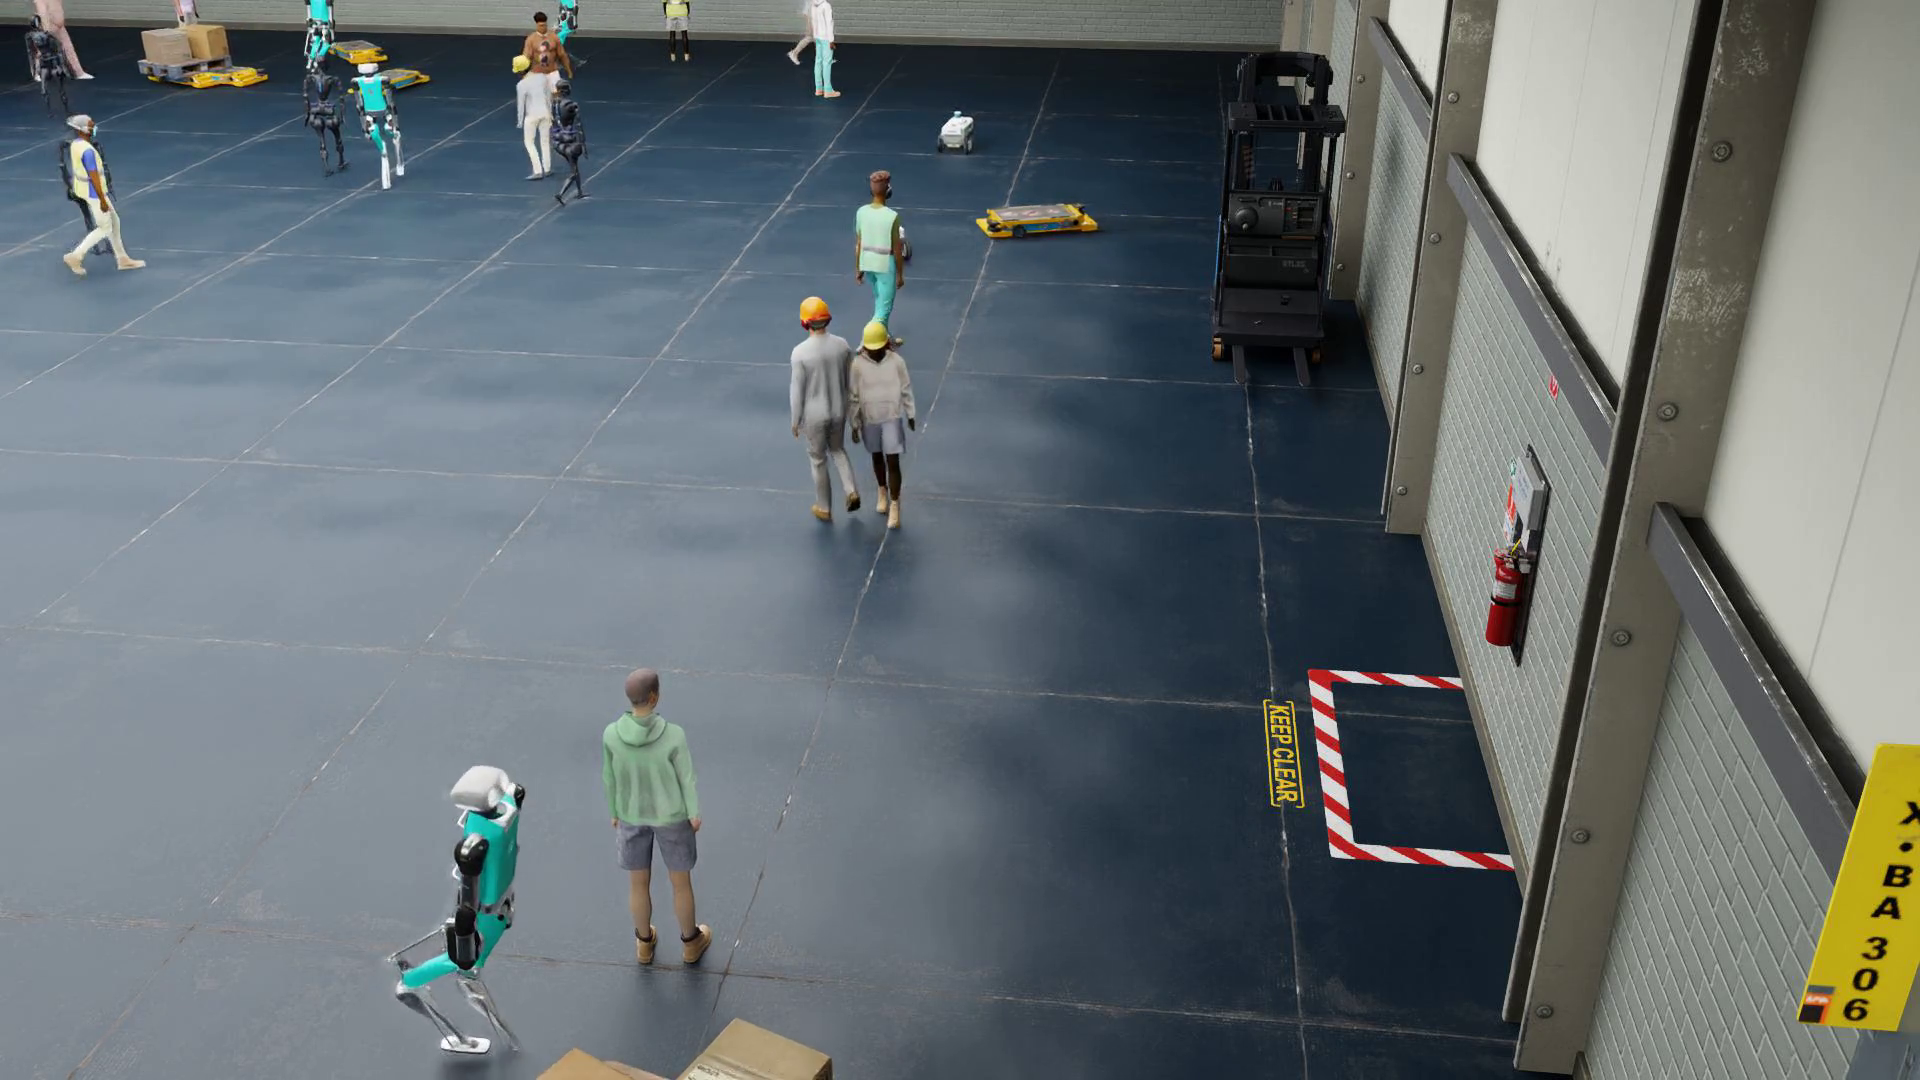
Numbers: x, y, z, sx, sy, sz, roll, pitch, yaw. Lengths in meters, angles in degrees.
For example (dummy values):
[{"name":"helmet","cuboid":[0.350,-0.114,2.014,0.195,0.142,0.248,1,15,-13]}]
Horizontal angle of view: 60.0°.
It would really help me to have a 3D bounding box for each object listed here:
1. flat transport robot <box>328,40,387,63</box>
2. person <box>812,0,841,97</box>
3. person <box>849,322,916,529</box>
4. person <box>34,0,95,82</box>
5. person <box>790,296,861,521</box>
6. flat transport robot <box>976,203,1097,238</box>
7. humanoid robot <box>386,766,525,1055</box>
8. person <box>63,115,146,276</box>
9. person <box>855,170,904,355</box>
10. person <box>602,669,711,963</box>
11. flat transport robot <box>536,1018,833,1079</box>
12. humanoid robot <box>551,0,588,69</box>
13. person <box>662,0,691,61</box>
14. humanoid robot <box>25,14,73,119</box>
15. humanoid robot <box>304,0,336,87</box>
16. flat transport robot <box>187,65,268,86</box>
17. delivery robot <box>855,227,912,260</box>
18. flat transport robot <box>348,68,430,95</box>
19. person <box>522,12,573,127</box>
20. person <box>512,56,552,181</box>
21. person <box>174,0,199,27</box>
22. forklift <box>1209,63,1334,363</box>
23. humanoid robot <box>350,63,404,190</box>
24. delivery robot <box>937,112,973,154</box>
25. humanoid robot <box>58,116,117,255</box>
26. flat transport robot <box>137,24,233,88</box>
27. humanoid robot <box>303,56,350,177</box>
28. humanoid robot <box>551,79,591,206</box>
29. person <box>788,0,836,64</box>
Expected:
[{"name":"flat transport robot","cuboid":[-11.510,-9.318,31.741,0.659,0.231,1.431,-18,32,-32]},{"name":"person","cuboid":[-2.317,-8.538,28.346,0.354,1.914,0.498,-19,33,-34]},{"name":"person","cuboid":[-0.628,-0.943,13.395,0.523,1.720,0.747,1,27,2]},{"name":"person","cuboid":[-16.158,-9.100,29.546,1.010,1.847,0.684,-1,27,-2]},{"name":"person","cuboid":[-1.082,-1.035,13.416,0.585,1.874,0.533,-16,31,-29]},{"name":"flat transport robot","cuboid":[0.981,-4.090,21.303,1.431,0.231,0.659,-6,27,-13]},{"name":"humanoid robot","cuboid":[-2.408,1.828,7.881,0.840,1.792,0.544,6,27,11]},{"name":"person","cuboid":[-10.119,-3.990,19.334,0.798,1.869,0.535,-18,32,-32]},{"name":"person","cuboid":[-0.836,-2.731,16.730,0.493,1.950,0.887,16,31,29]},{"name":"person","cuboid":[-1.587,1.449,8.606,0.475,1.737,0.336,2,27,4]},{"name":"flat transport robot","cuboid":[-1.286,2.996,7.157,0.659,0.231,1.431,11,29,21]},{"name":"humanoid robot","cuboid":[-7.219,-9.343,30.144,0.966,1.734,0.538,-24,35,-39]},{"name":"person","cuboid":[-5.321,-9.874,31.265,0.534,1.691,0.320,-2,27,-4]},{"name":"humanoid robot","cuboid":[-14.681,-7.618,26.788,0.609,1.641,0.536,0,27,-1]},{"name":"humanoid robot","cuboid":[-11.115,-8.628,28.747,0.549,1.784,0.730,6,27,11]},{"name":"flat transport robot","cuboid":[-13.183,-8.289,29.687,1.431,0.231,0.659,8,28,16]},{"name":"delivery robot","cuboid":[-0.956,-3.662,20.137,0.525,0.602,0.774,-14,30,-26]},{"name":"flat transport robot","cuboid":[-10.020,-8.036,29.181,0.659,0.231,1.431,9,28,17]},{"name":"person","cuboid":[-6.465,-7.317,26.034,0.793,1.795,0.991,-7,27,-13]},{"name":"person","cuboid":[-5.964,-5.922,23.345,0.344,1.723,0.633,20,33,35]},{"name":"person","cuboid":[-14.269,-9.793,30.725,0.401,2.035,0.608,3,27,6]},{"name":"forklift","cuboid":[3.241,-3.477,17.183,1.129,2.768,1.873,3,27,6]},{"name":"humanoid robot","cuboid":[-8.004,-5.781,23.117,0.547,1.771,1.053,-2,27,-4]},{"name":"delivery robot","cuboid":[-0.037,-6.148,25.086,0.499,0.587,0.782,6,27,12]},{"name":"humanoid robot","cuboid":[-10.542,-4.253,20.064,0.603,1.647,0.468,-1,27,-2]},{"name":"flat transport robot","cuboid":[-13.739,-8.285,29.677,1.431,0.231,0.659,15,30,27]},{"name":"humanoid robot","cuboid":[-9.046,-6.065,23.702,0.621,1.629,0.710,-2,27,-5]},{"name":"humanoid robot","cuboid":[-5.276,-5.323,22.234,0.590,1.641,0.734,18,32,32]},{"name":"person","cuboid":[-2.780,-9.765,30.889,0.840,1.840,0.543,-5,27,-10]}]
